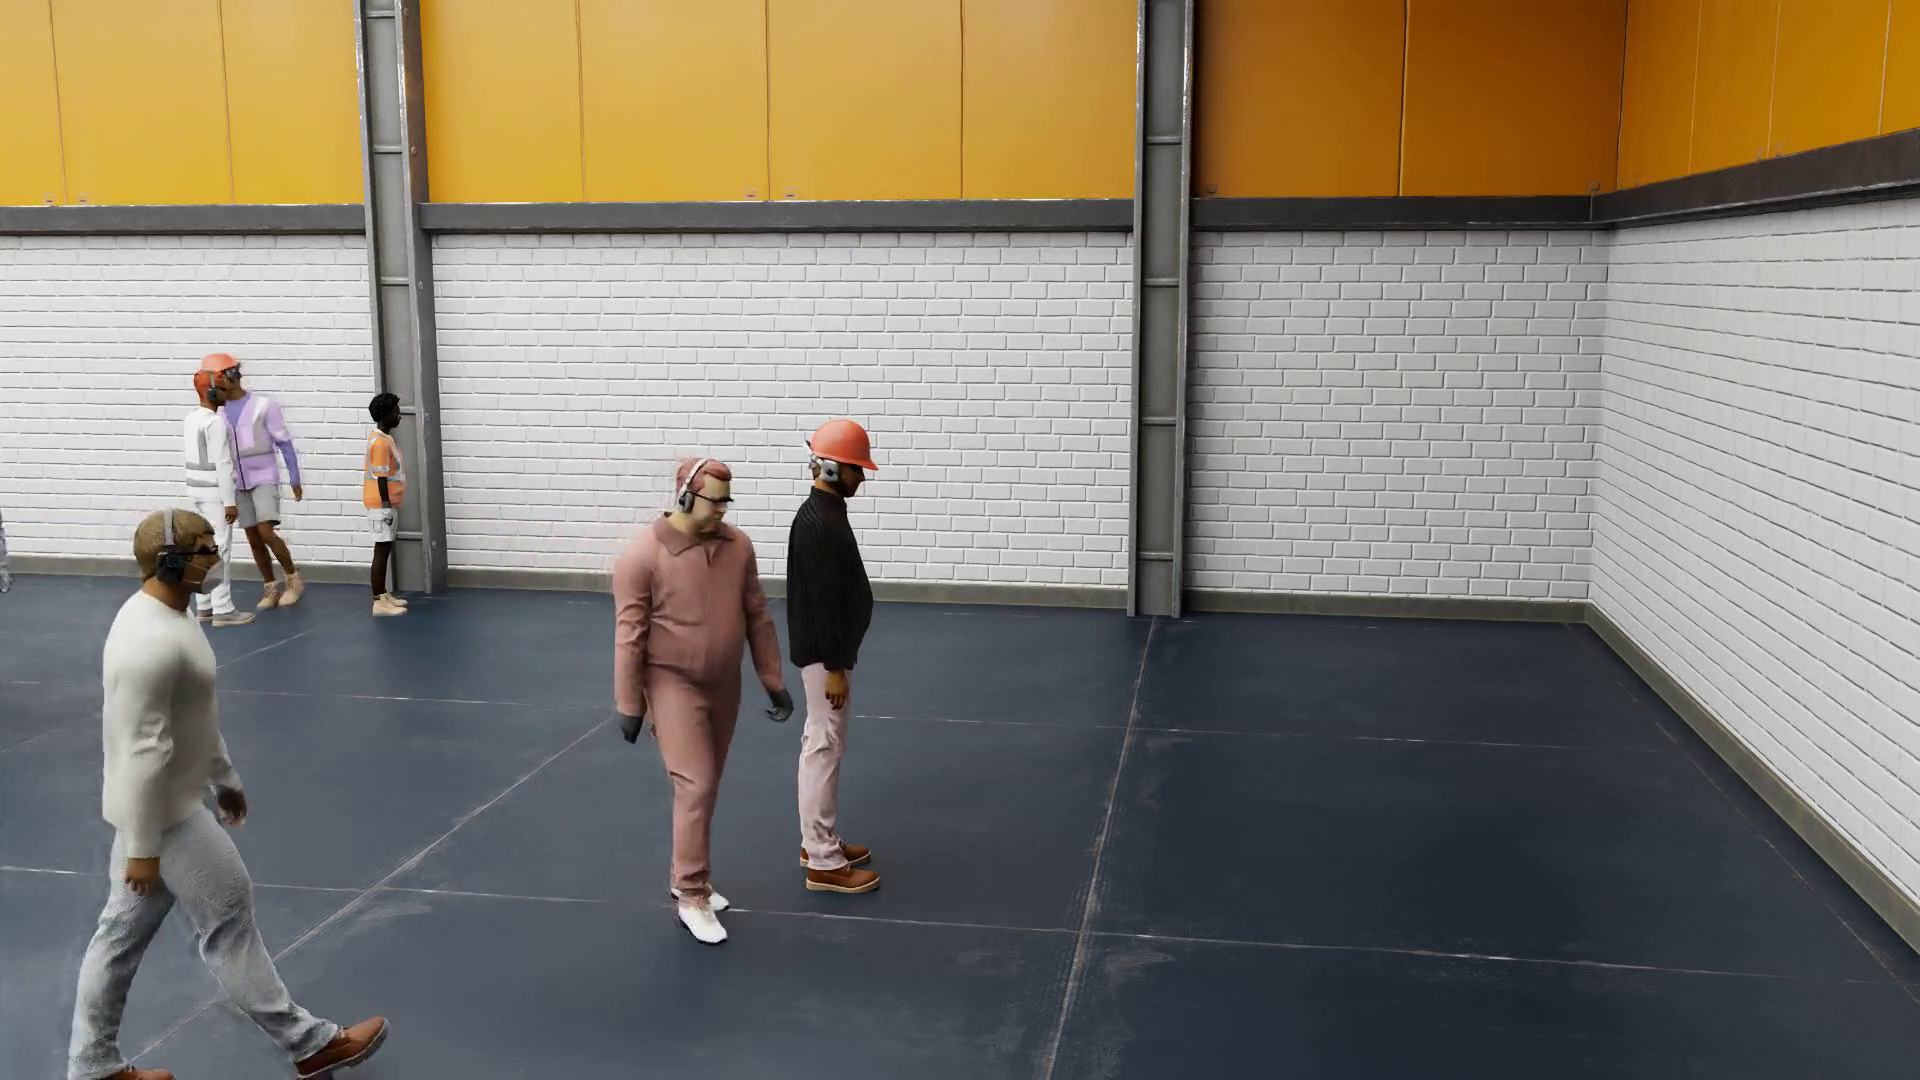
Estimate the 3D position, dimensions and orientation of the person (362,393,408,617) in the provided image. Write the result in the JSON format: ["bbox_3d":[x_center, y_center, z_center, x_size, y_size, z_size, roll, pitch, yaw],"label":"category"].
[{"bbox_3d":[-4.358,-0.271,12.608,0.321,1.691,0.532,-3,10,-16],"label":"person"}]

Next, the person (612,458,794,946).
[{"bbox_3d":[-0.981,0.614,6.582,0.707,1.872,0.645,7,12,37],"label":"person"}]

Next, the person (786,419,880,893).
[{"bbox_3d":[-0.534,0.481,7.051,0.393,1.985,0.611,-1,9,-7],"label":"person"}]

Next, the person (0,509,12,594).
[{"bbox_3d":[-5.897,0.215,9.814,0.499,1.618,0.428,-9,13,-43],"label":"person"}]

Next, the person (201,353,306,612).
[{"bbox_3d":[-5.389,-0.426,12.664,0.726,1.983,0.441,1,9,5],"label":"person"}]

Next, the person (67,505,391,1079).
[{"bbox_3d":[-2.348,0.828,5.193,1.004,1.884,0.645,-4,10,-25],"label":"person"}]

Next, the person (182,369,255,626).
[{"bbox_3d":[-5.497,-0.311,12.249,0.584,1.882,0.337,8,12,42],"label":"person"}]
